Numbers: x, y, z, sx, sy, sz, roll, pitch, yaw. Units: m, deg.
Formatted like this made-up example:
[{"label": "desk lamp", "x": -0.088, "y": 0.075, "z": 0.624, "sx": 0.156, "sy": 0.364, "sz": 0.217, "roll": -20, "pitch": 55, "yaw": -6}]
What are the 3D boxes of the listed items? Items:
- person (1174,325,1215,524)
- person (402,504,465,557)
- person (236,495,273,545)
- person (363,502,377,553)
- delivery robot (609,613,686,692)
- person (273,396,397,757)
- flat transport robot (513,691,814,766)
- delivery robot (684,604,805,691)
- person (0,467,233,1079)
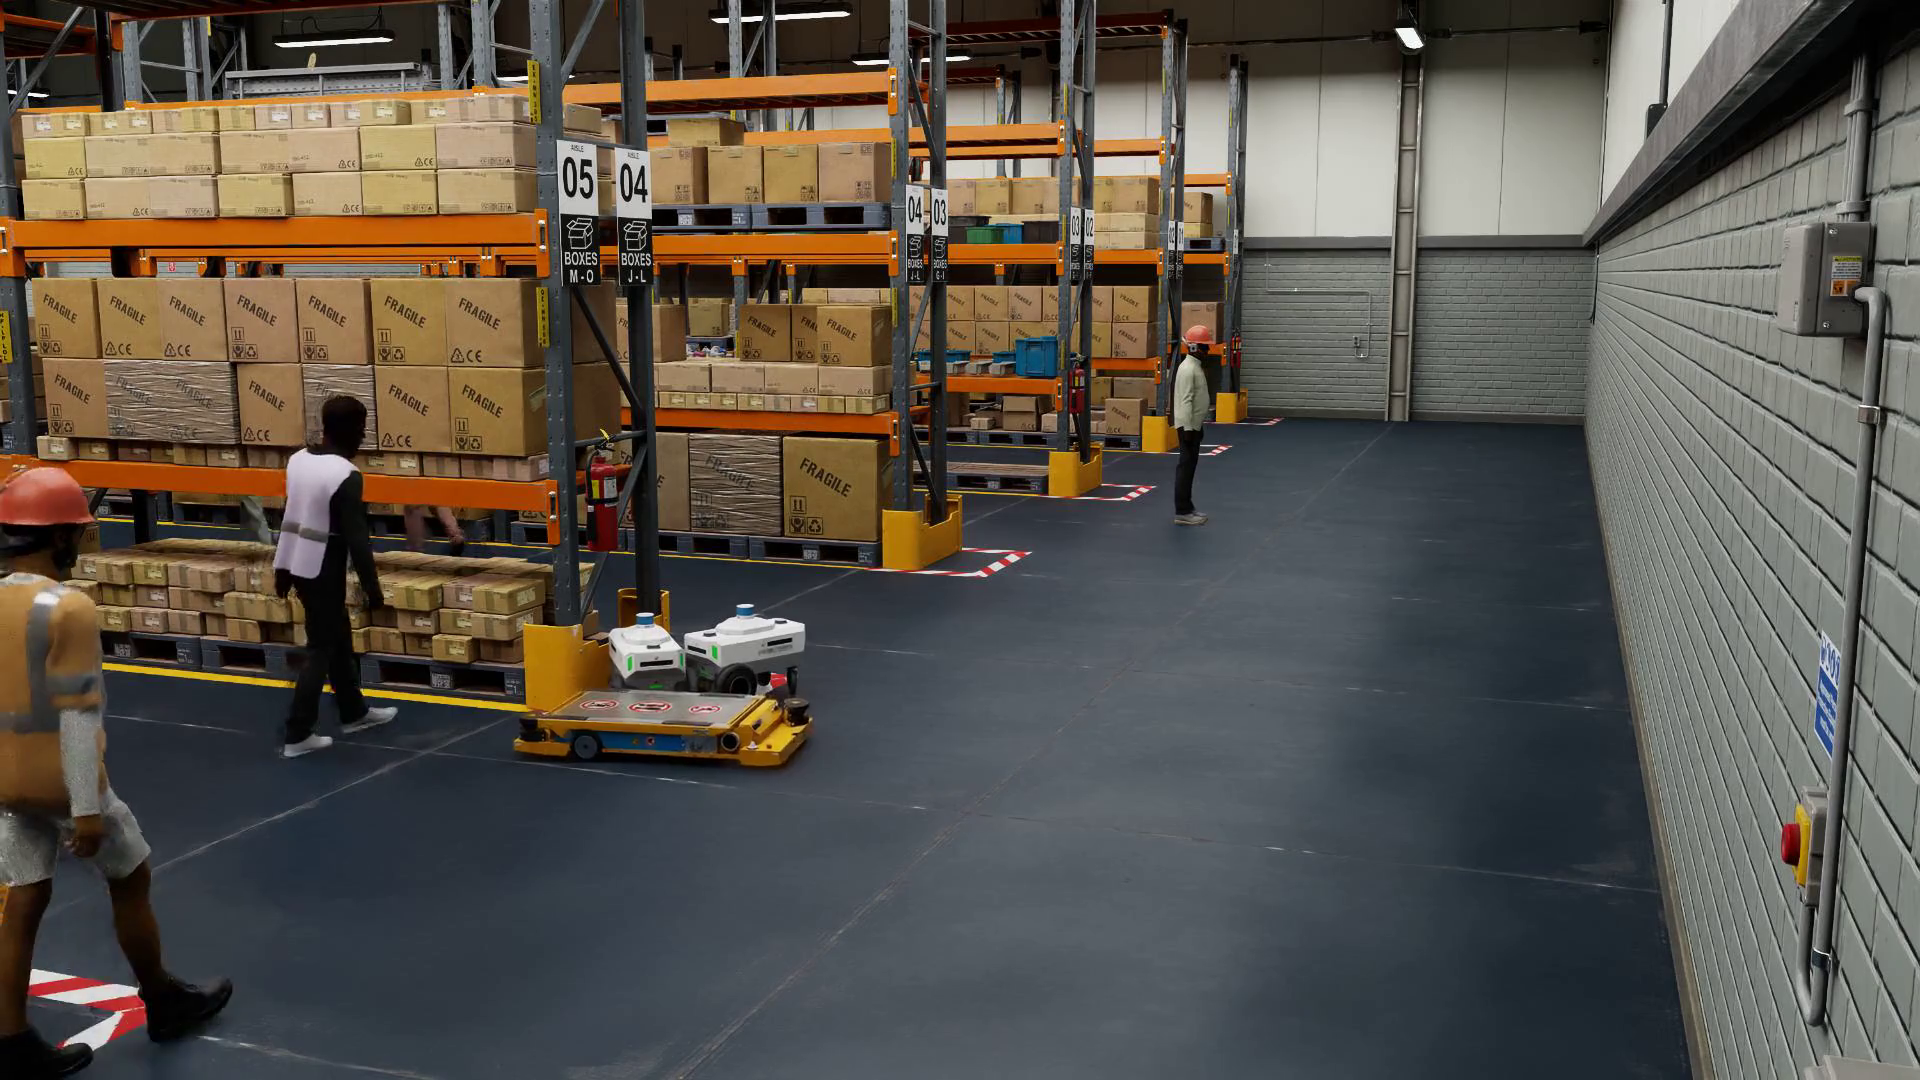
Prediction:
[{"label": "person", "x": 2.341, "y": -1.151, "z": 16.673, "sx": 0.401, "sy": 1.990, "sz": 0.615, "roll": 2, "pitch": 9, "yaw": 15}, {"label": "person", "x": -4.501, "y": -0.679, "z": 14.051, "sx": 0.552, "sy": 1.882, "sz": 0.692, "roll": 8, "pitch": 12, "yaw": 42}, {"label": "person", "x": -5.977, "y": -0.551, "z": 13.758, "sx": 0.810, "sy": 1.709, "sz": 0.506, "roll": 4, "pitch": 10, "yaw": 22}, {"label": "person", "x": -5.291, "y": -0.639, "z": 14.480, "sx": 0.683, "sy": 1.667, "sz": 0.339, "roll": 2, "pitch": 9, "yaw": 12}, {"label": "delivery robot", "x": -1.799, "y": 0.660, "z": 9.534, "sx": 0.477, "sy": 0.478, "sz": 0.707, "roll": -3, "pitch": 10, "yaw": -20}, {"label": "person", "x": -3.243, "y": 0.173, "z": 8.753, "sx": 0.661, "sy": 1.877, "sz": 0.824, "roll": 7, "pitch": 12, "yaw": 39}, {"label": "flat transport robot", "x": -1.547, "y": 0.972, "z": 8.758, "sx": 1.431, "sy": 0.197, "sz": 0.652, "roll": 2, "pitch": 9, "yaw": 10}, {"label": "delivery robot", "x": -1.256, "y": 0.620, "z": 9.782, "sx": 0.707, "sy": 0.478, "sz": 0.477, "roll": -9, "pitch": 13, "yaw": -43}, {"label": "person", "x": -2.744, "y": 0.718, "z": 5.253, "sx": 0.556, "sy": 1.901, "sz": 0.871, "roll": 4, "pitch": 10, "yaw": 24}]
